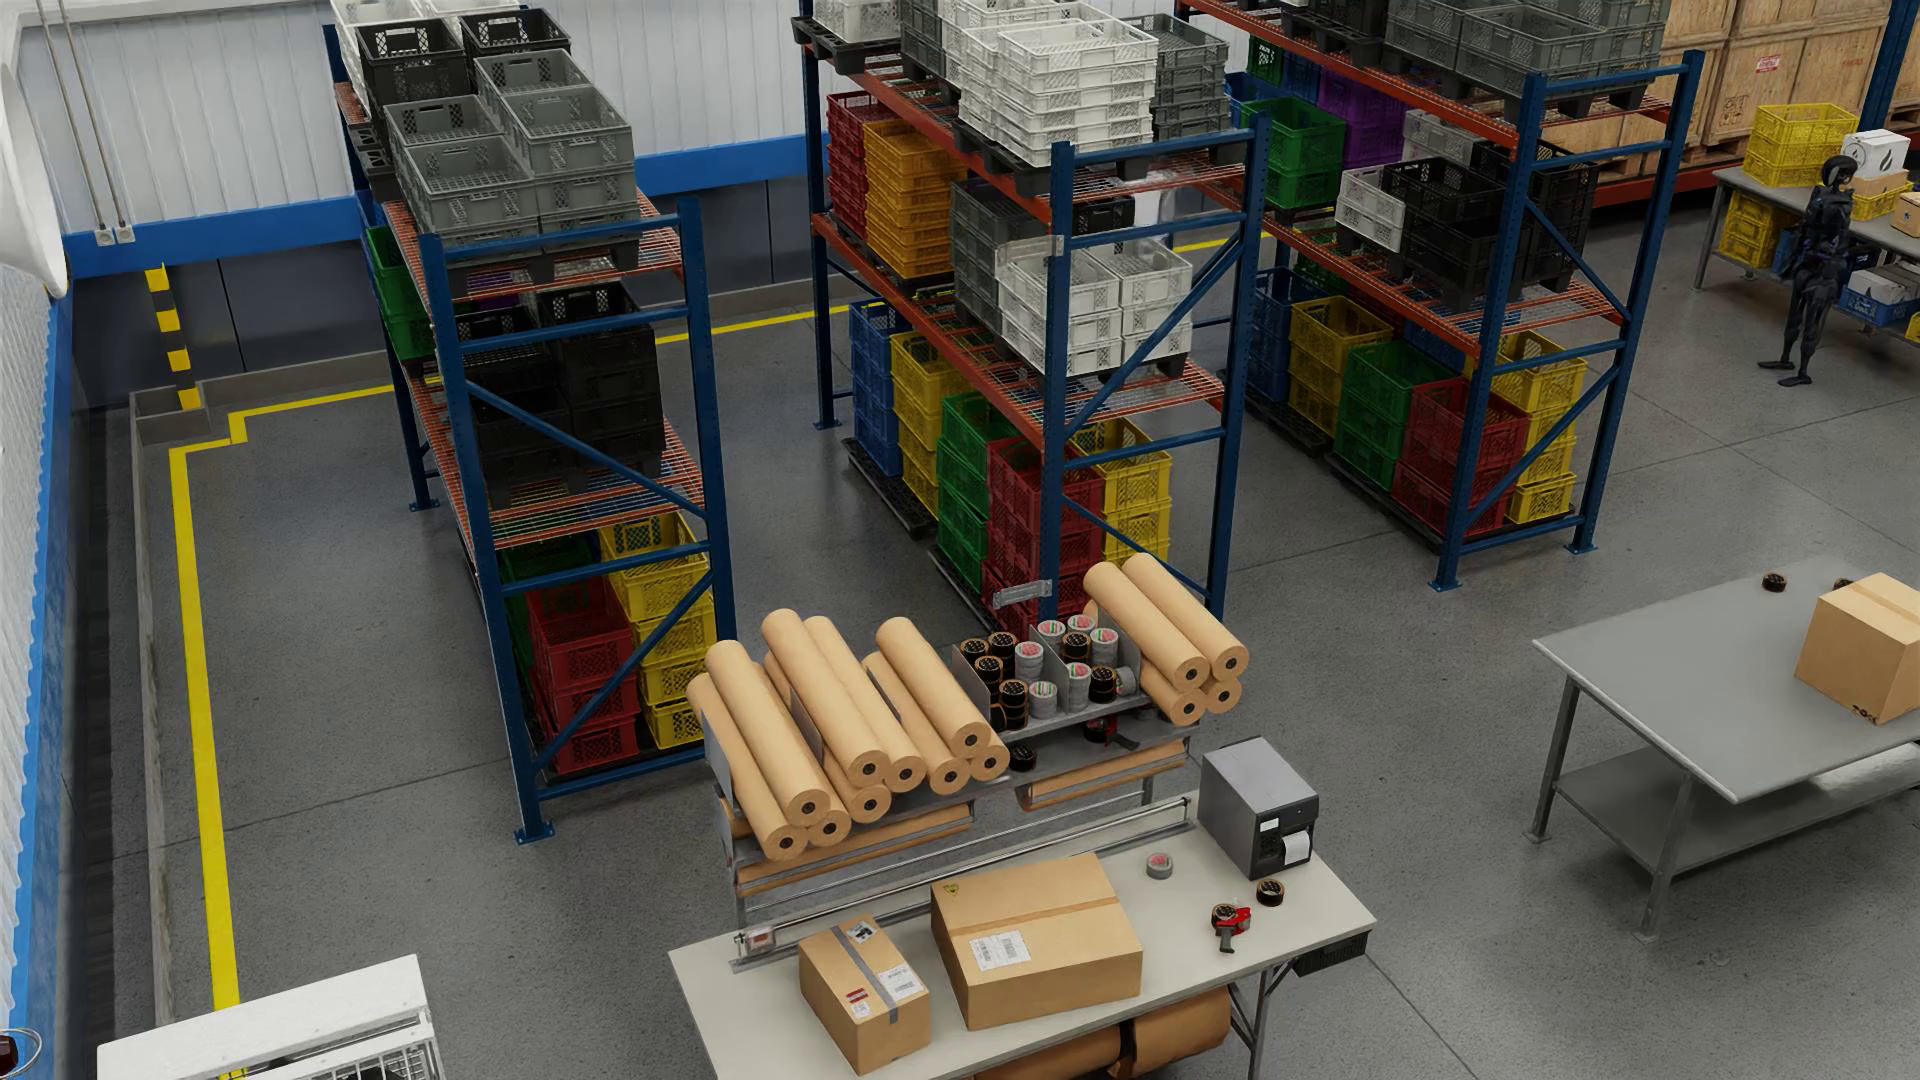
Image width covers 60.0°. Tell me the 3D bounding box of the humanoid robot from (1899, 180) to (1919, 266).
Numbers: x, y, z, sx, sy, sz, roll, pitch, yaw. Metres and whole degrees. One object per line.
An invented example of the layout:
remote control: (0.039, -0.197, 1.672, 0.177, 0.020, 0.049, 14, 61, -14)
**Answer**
humanoid robot: (7.441, -2.541, 12.742, 0.312, 1.657, 0.615, 26, 40, 35)

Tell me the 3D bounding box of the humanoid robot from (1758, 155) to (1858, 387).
humanoid robot: (6.001, -1.891, 11.684, 0.317, 1.657, 0.597, -1, 32, -1)

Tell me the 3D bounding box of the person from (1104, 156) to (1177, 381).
person: (1.239, -2.047, 11.800, 0.555, 1.823, 0.935, -3, 32, -4)
